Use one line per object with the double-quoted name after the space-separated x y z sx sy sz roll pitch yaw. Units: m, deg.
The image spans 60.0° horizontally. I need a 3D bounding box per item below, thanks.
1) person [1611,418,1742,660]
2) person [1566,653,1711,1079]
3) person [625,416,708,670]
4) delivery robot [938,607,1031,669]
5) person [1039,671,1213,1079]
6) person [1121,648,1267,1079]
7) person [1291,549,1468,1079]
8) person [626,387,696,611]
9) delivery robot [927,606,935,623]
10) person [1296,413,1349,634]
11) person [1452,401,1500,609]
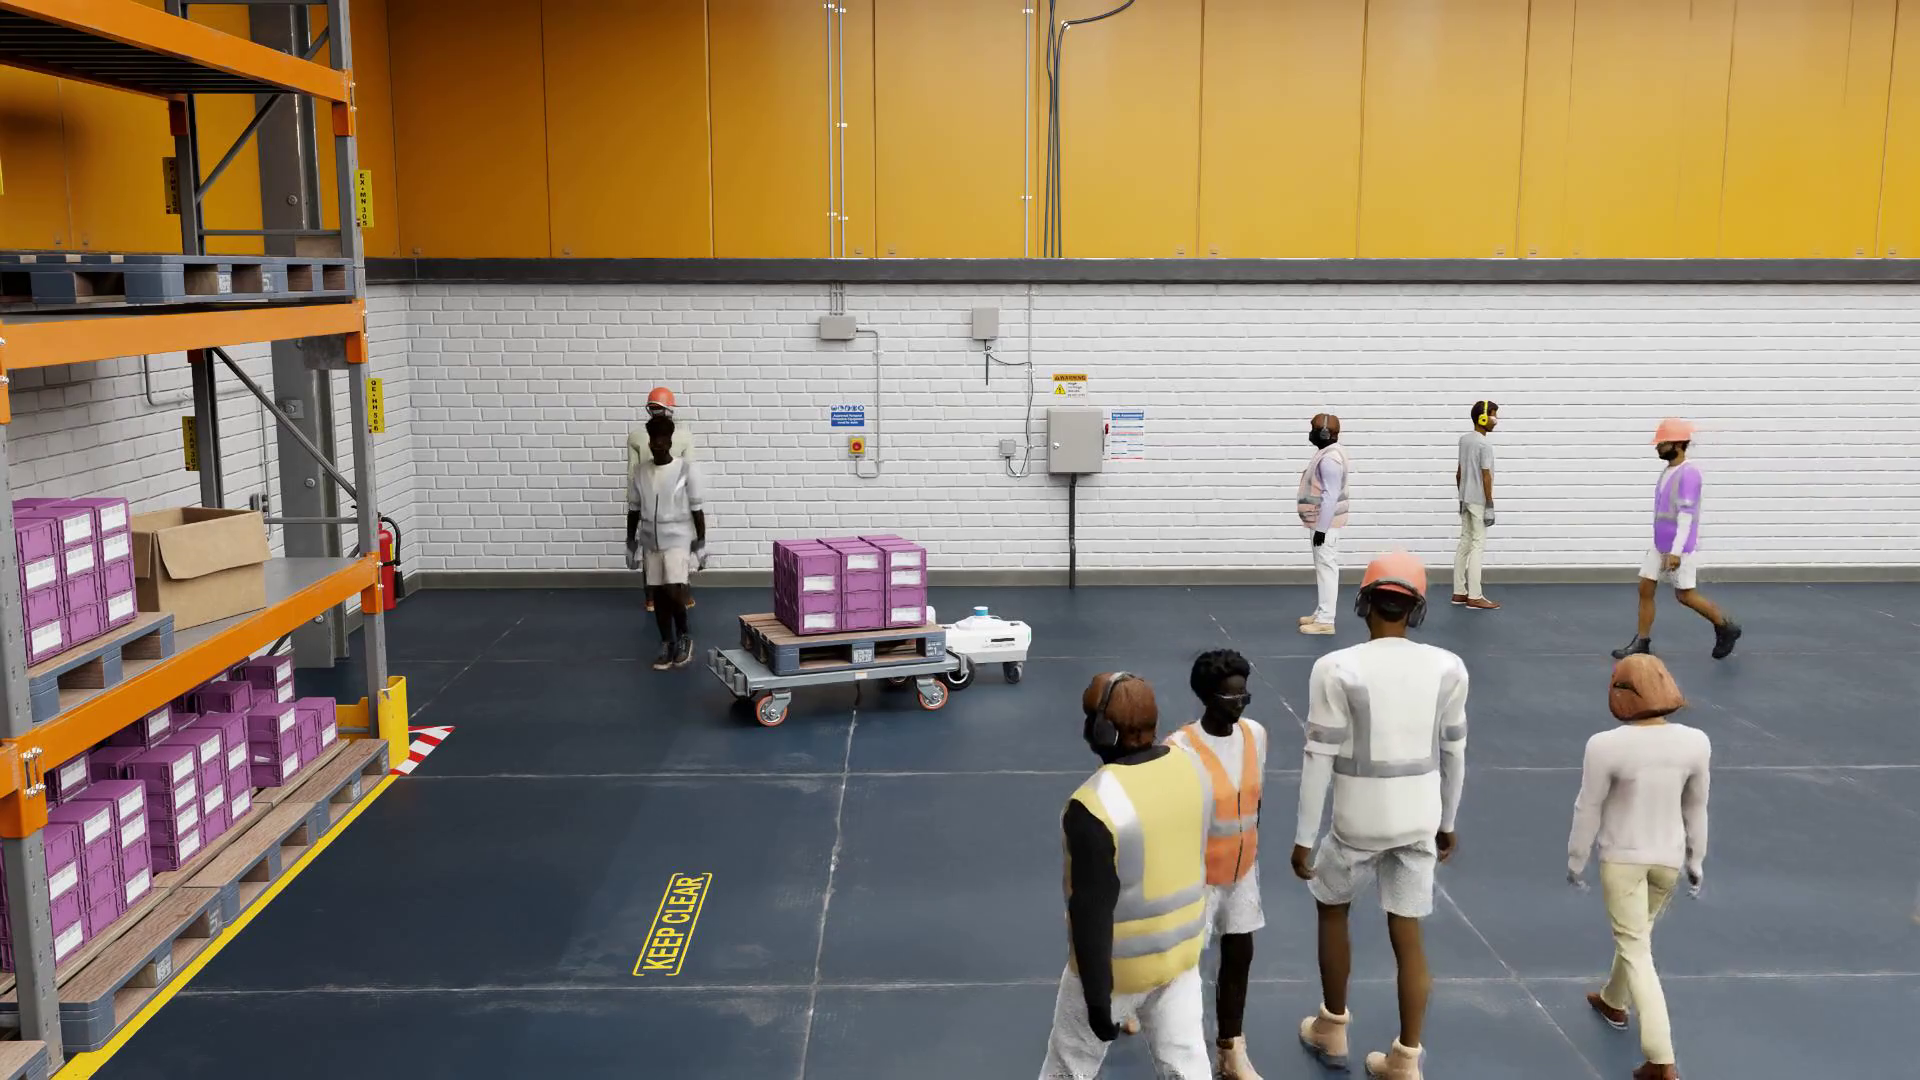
5.570 0.010 12.813 0.887 1.906 0.543 -1 9 -4 "person"
2.591 1.218 6.342 0.507 1.587 0.865 -1 9 -6 "person"
-2.226 0.030 12.524 0.639 1.943 0.441 3 10 17 "person"
0.155 0.732 12.192 0.707 0.478 0.477 -2 9 -13 "delivery robot"
0.481 1.287 5.283 0.638 1.791 0.964 -8 12 -39 "person"
0.871 1.195 6.222 0.542 1.680 0.652 -6 11 -34 "person"
1.535 1.035 6.208 0.693 1.995 0.765 -2 9 -12 "person"
-2.639 -0.362 14.793 0.623 1.990 0.390 -1 9 -3 "person"
-0.414 0.662 12.622 0.477 0.478 0.707 2 9 11 "delivery robot"
3.020 -0.137 13.875 0.429 1.845 0.620 2 10 14 "person"
4.639 -0.317 14.917 0.328 1.865 0.517 -2 10 -13 "person"
